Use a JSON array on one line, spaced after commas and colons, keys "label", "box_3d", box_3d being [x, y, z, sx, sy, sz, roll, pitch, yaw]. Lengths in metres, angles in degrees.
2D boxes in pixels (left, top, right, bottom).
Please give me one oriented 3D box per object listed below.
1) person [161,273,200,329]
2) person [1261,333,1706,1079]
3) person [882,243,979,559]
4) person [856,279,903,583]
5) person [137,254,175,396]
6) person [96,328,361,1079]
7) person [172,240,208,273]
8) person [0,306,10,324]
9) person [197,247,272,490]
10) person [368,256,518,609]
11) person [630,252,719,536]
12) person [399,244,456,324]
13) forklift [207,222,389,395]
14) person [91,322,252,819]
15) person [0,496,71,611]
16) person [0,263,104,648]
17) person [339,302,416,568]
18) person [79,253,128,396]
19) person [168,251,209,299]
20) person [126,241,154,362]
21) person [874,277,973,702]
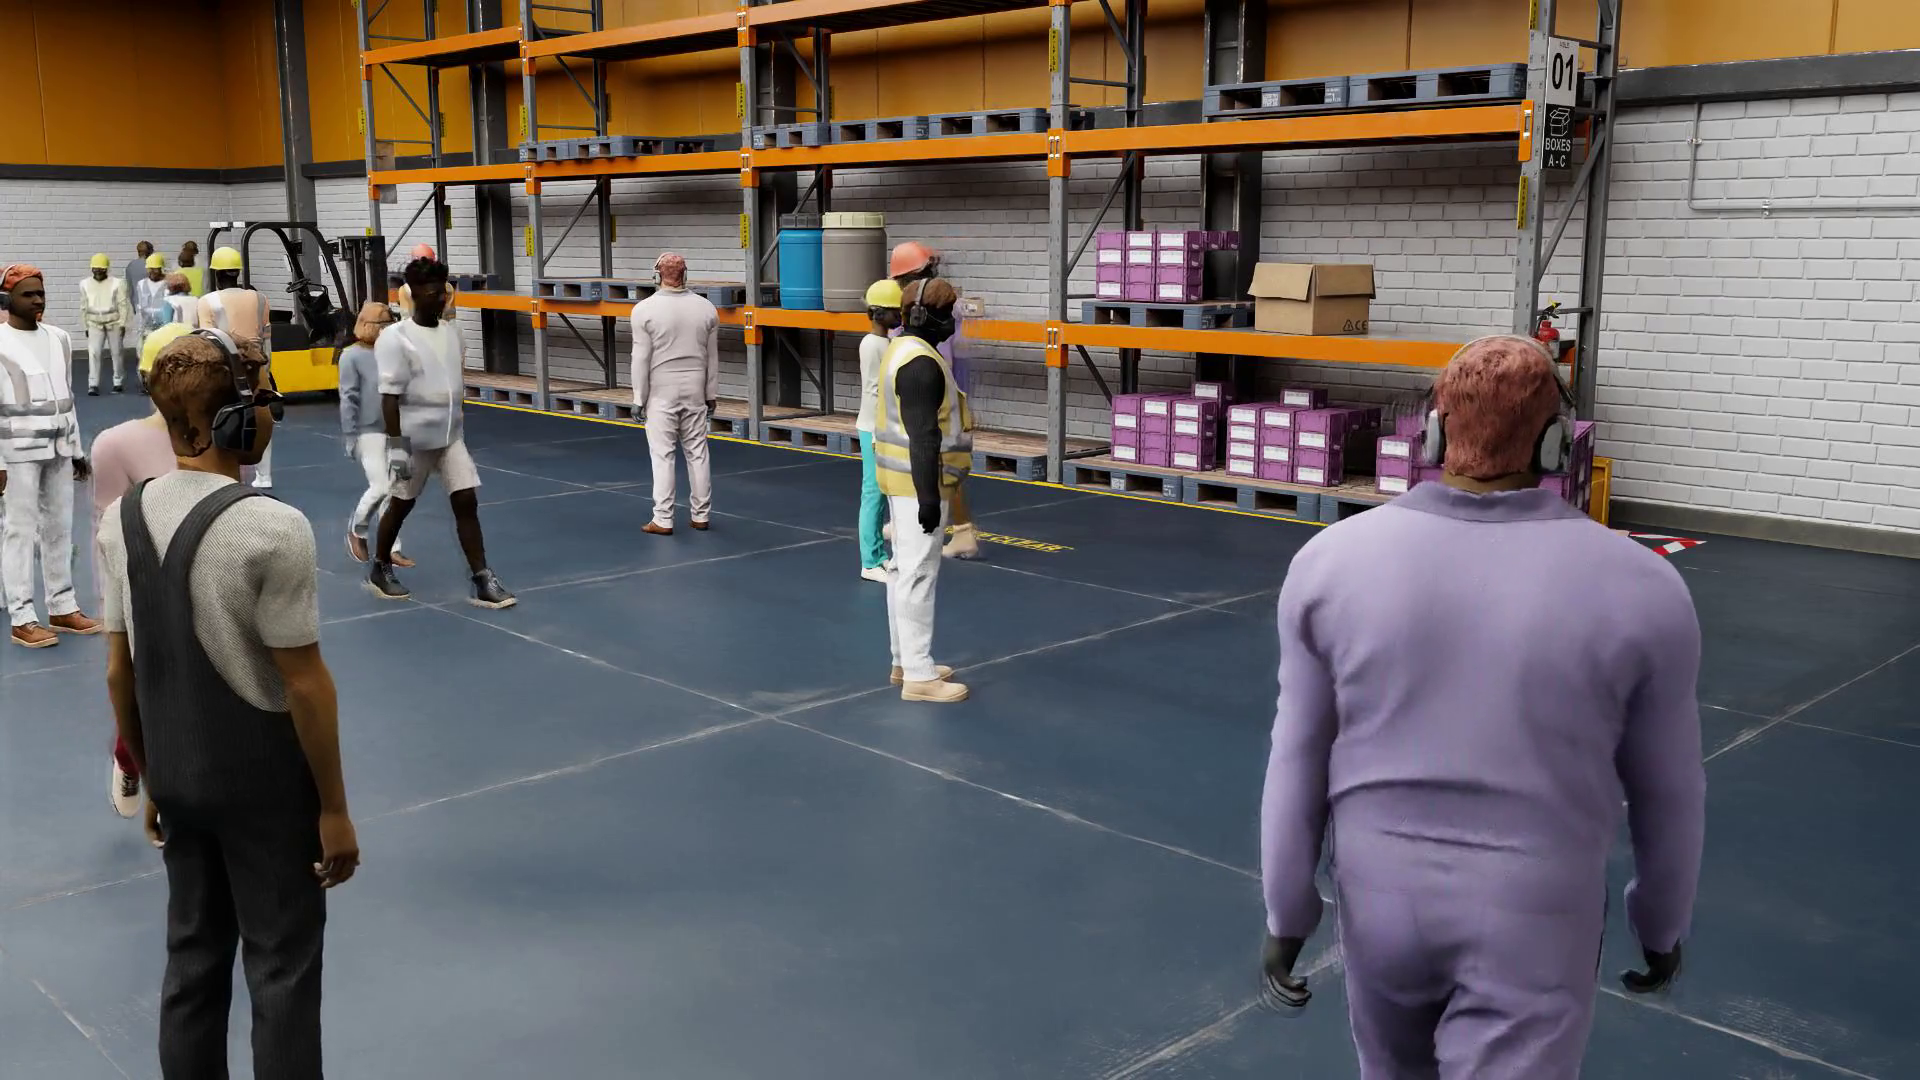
[{"label": "person", "box_3d": [-8.453, -2.102, 18.178, 0.399, 1.626, 0.590, 4, 11, 22]}, {"label": "person", "box_3d": [0.879, 0.592, 2.812, 0.661, 1.860, 0.985, 6, 12, 28]}, {"label": "person", "box_3d": [-0.224, -0.883, 10.543, 1.010, 1.983, 0.607, 7, 13, 34]}, {"label": "person", "box_3d": [-0.447, -0.638, 9.776, 0.311, 1.768, 0.524, 1, 10, 7]}, {"label": "person", "box_3d": [-10.220, -2.749, 21.283, 0.605, 1.797, 0.865, -1, 10, -3]}, {"label": "person", "box_3d": [-1.431, 0.505, 3.322, 0.514, 1.845, 0.338, 4, 11, 20]}, {"label": "person", "box_3d": [-12.428, -3.888, 27.023, 0.627, 1.940, 0.371, -6, 12, -30]}, {"label": "person", "box_3d": [-8.769, -1.605, 15.134, 0.528, 1.740, 0.769, -6, 12, -30]}, {"label": "person", "box_3d": [-5.694, -1.328, 13.088, 0.361, 1.930, 0.587, 7, 12, 33]}, {"label": "person", "box_3d": [-2.918, -0.581, 9.075, 1.018, 1.916, 0.629, 6, 12, 31]}, {"label": "person", "box_3d": [-1.946, -0.987, 11.291, 0.651, 1.907, 0.409, -8, 13, -37]}, {"label": "person", "box_3d": [-5.089, -1.852, 15.922, 0.545, 1.938, 0.355, -9, 14, -40]}, {"label": "forklift", "box_3d": [-8.169, -2.758, 20.163, 2.313, 2.155, 1.214, -10, 14, -44]}, {"label": "person", "box_3d": [-2.561, 0.163, 5.432, 0.599, 1.748, 0.539, 9, 14, 40]}, {"label": "person", "box_3d": [-5.142, -0.409, 8.918, 0.536, 1.614, 0.569, 9, 14, 40]}, {"label": "person", "box_3d": [-4.587, -0.420, 8.261, 0.345, 1.882, 0.584, 3, 11, 16]}, {"label": "person", "box_3d": [-3.511, -0.629, 10.090, 0.361, 1.621, 0.517, 6, 12, 28]}, {"label": "person", "box_3d": [-10.831, -2.708, 21.021, 0.581, 1.785, 0.836, -3, 11, -14]}, {"label": "person", "box_3d": [-11.106, -3.258, 23.991, 0.641, 1.798, 0.950, -8, 13, -38]}, {"label": "person", "box_3d": [-12.228, -3.524, 25.037, 0.635, 1.937, 0.355, 4, 11, 22]}, {"label": "person", "box_3d": [-0.158, -0.223, 7.316, 0.430, 1.841, 0.624, -1, 10, -8]}]
